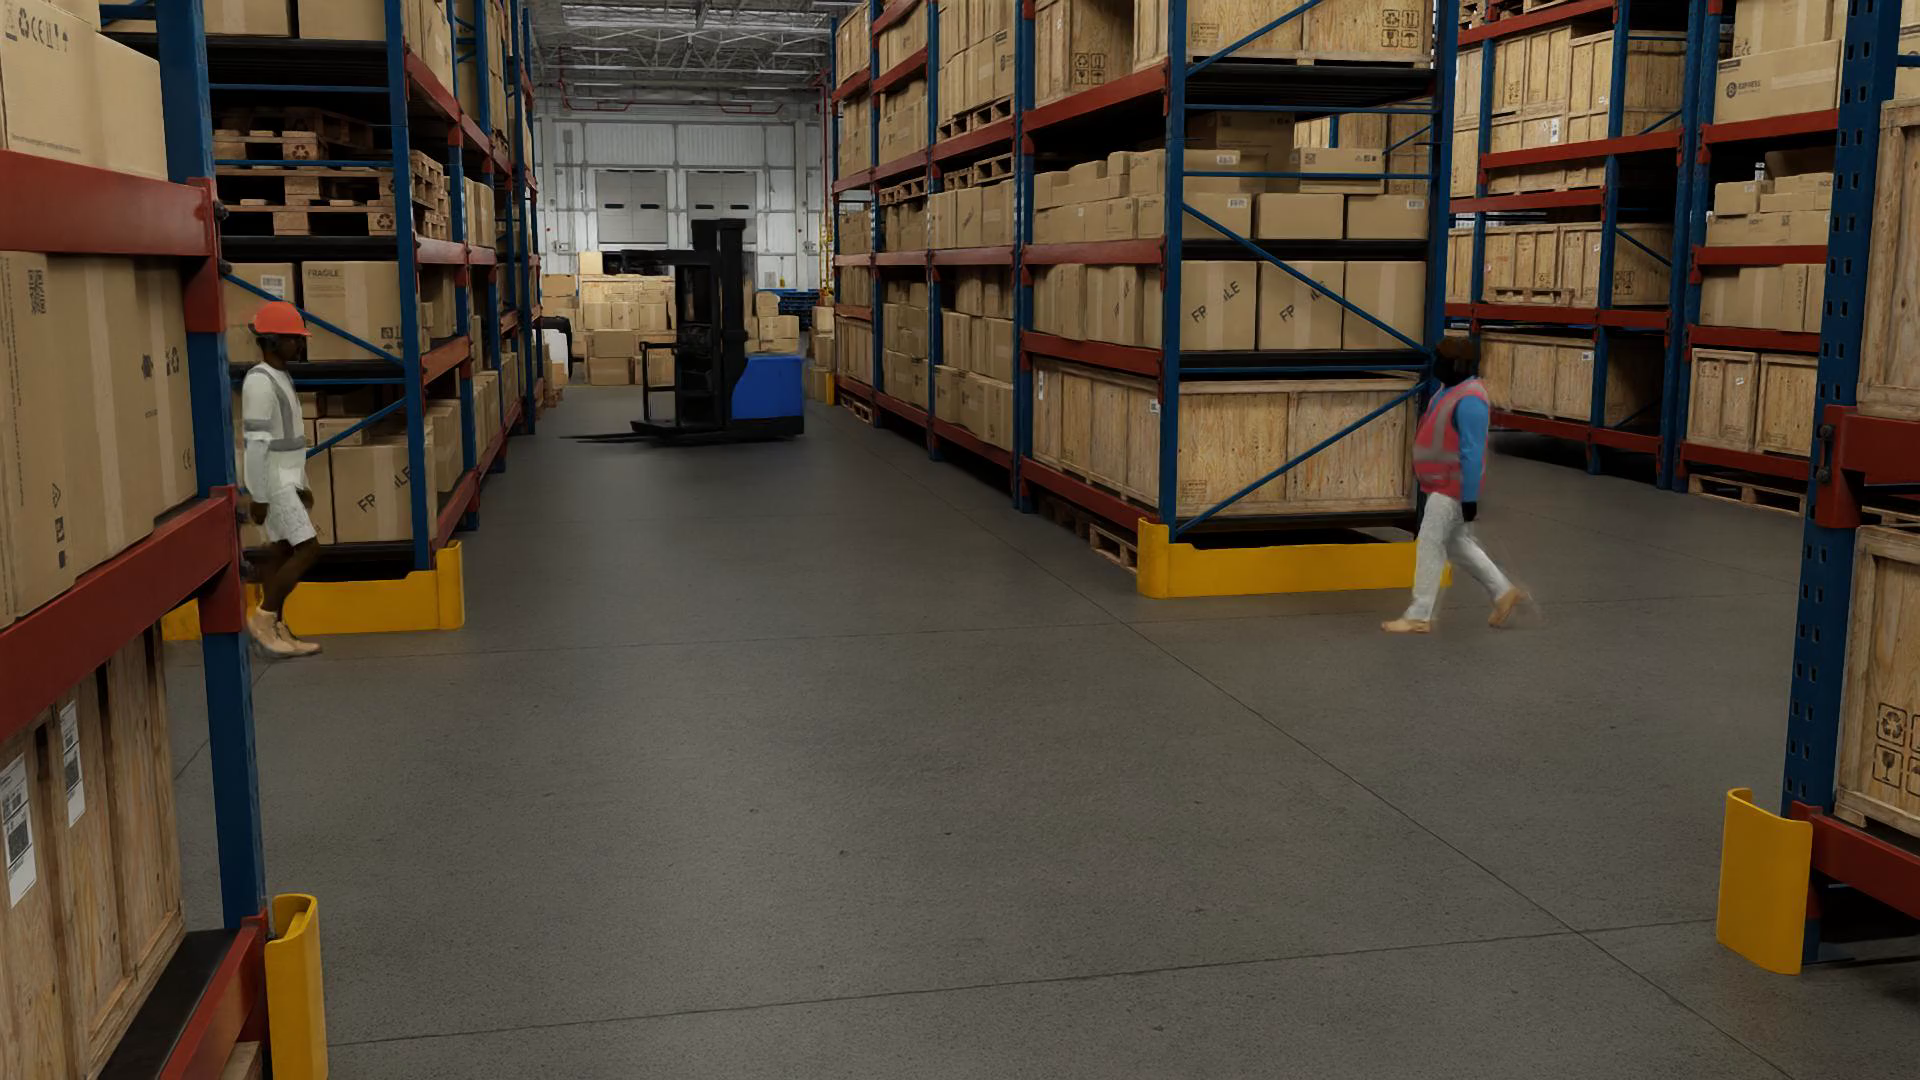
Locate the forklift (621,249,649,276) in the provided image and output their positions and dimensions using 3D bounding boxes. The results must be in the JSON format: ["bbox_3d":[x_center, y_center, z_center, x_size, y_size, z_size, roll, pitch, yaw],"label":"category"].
[{"bbox_3d":[-11.119,-8.584,57.144,1.129,2.768,1.873,-7,12,-38],"label":"forklift"}]

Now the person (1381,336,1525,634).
[{"bbox_3d":[3.028,-0.324,10.049,0.835,1.817,0.632,0,9,2],"label":"person"}]

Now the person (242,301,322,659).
[{"bbox_3d":[-3.804,-0.318,9.351,0.433,2.028,0.603,-3,10,-16],"label":"person"}]

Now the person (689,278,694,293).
[{"bbox_3d":[-8.536,-7.550,53.889,1.033,1.890,0.636,3,10,17],"label":"person"}]

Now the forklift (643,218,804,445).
[{"bbox_3d":[-3.043,-2.681,21.166,1.873,2.768,1.129,-6,11,-33],"label":"forklift"}]

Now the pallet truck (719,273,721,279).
[{"bbox_3d":[-8.580,-8.986,62.280,1.885,1.965,0.823,1,9,5],"label":"pallet truck"}]
